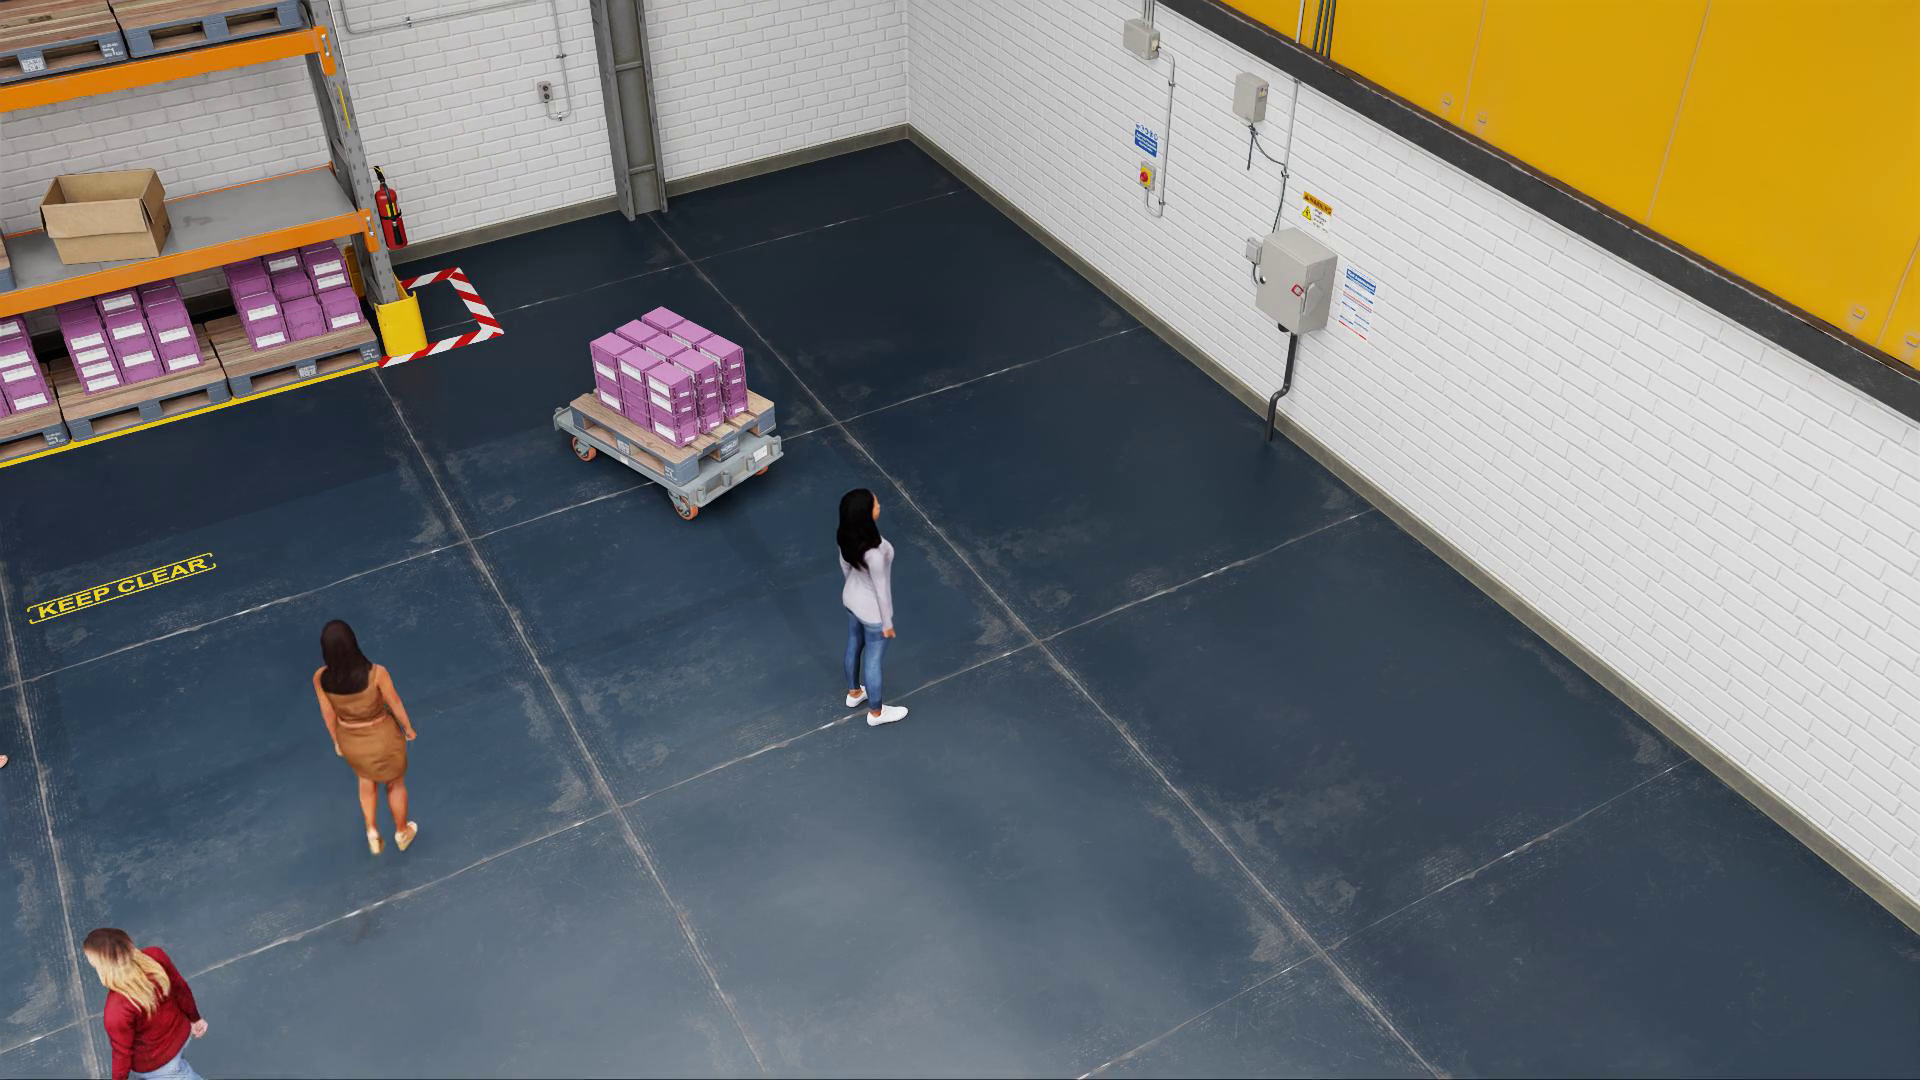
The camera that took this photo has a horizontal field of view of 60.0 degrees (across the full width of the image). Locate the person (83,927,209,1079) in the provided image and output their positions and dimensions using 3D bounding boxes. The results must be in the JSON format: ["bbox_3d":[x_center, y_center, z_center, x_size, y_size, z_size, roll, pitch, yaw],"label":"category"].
[{"bbox_3d":[-3.664,2.401,7.808,1.152,1.582,0.973,1,39,1],"label":"person"}]

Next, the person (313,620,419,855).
[{"bbox_3d":[-3.299,1.182,9.261,0.749,1.673,0.794,1,39,1],"label":"person"}]

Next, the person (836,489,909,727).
[{"bbox_3d":[-0.582,0.407,10.181,0.543,1.735,0.618,-24,44,-27],"label":"person"}]
